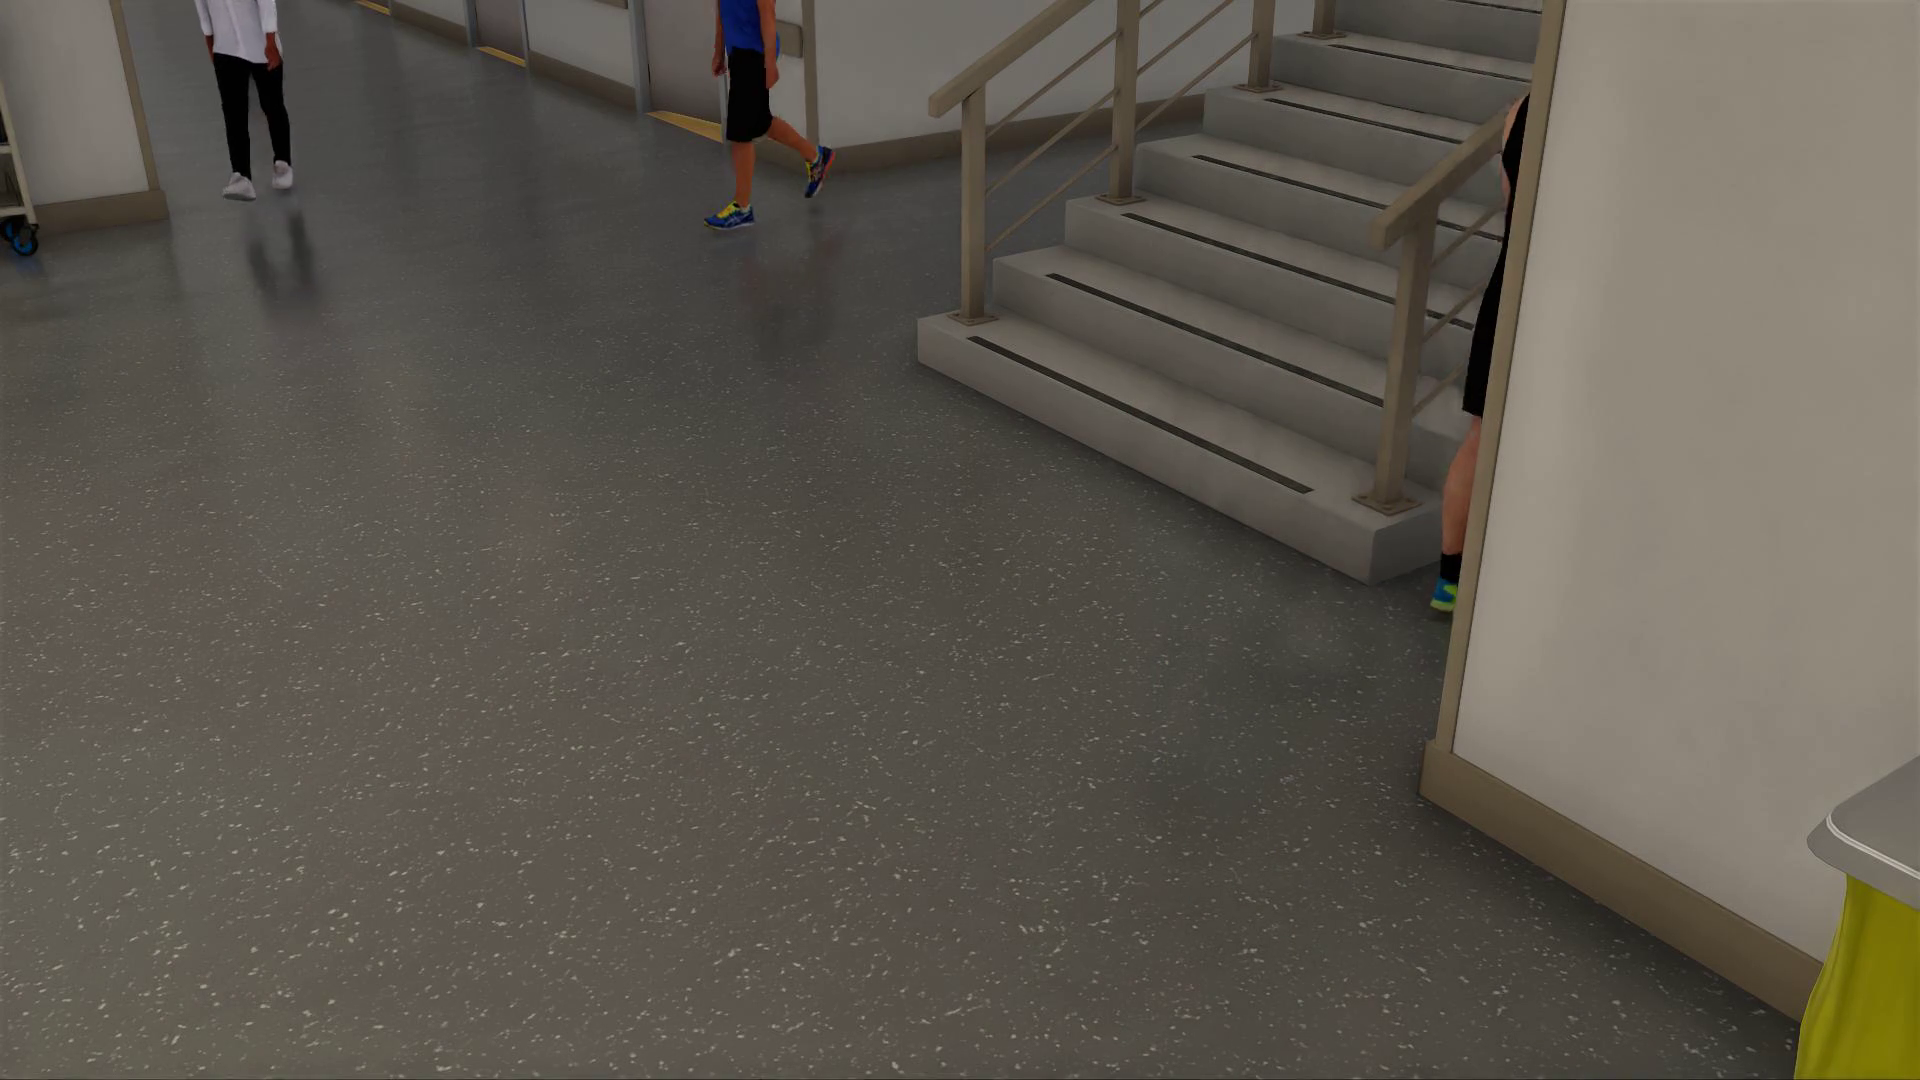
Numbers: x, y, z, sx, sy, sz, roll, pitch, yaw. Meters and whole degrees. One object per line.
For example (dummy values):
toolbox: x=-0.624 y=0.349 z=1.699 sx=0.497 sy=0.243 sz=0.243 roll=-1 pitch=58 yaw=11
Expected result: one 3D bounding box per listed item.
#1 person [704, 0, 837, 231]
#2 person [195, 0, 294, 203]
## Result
person: x=-1.053 y=-2.626 z=8.970 sx=1.129 sy=1.841 sz=0.617 roll=-16 pitch=30 yaw=-30
person: x=-4.078 y=-2.873 z=9.566 sx=1.088 sy=1.768 sz=1.035 roll=-2 pitch=26 yaw=-5
